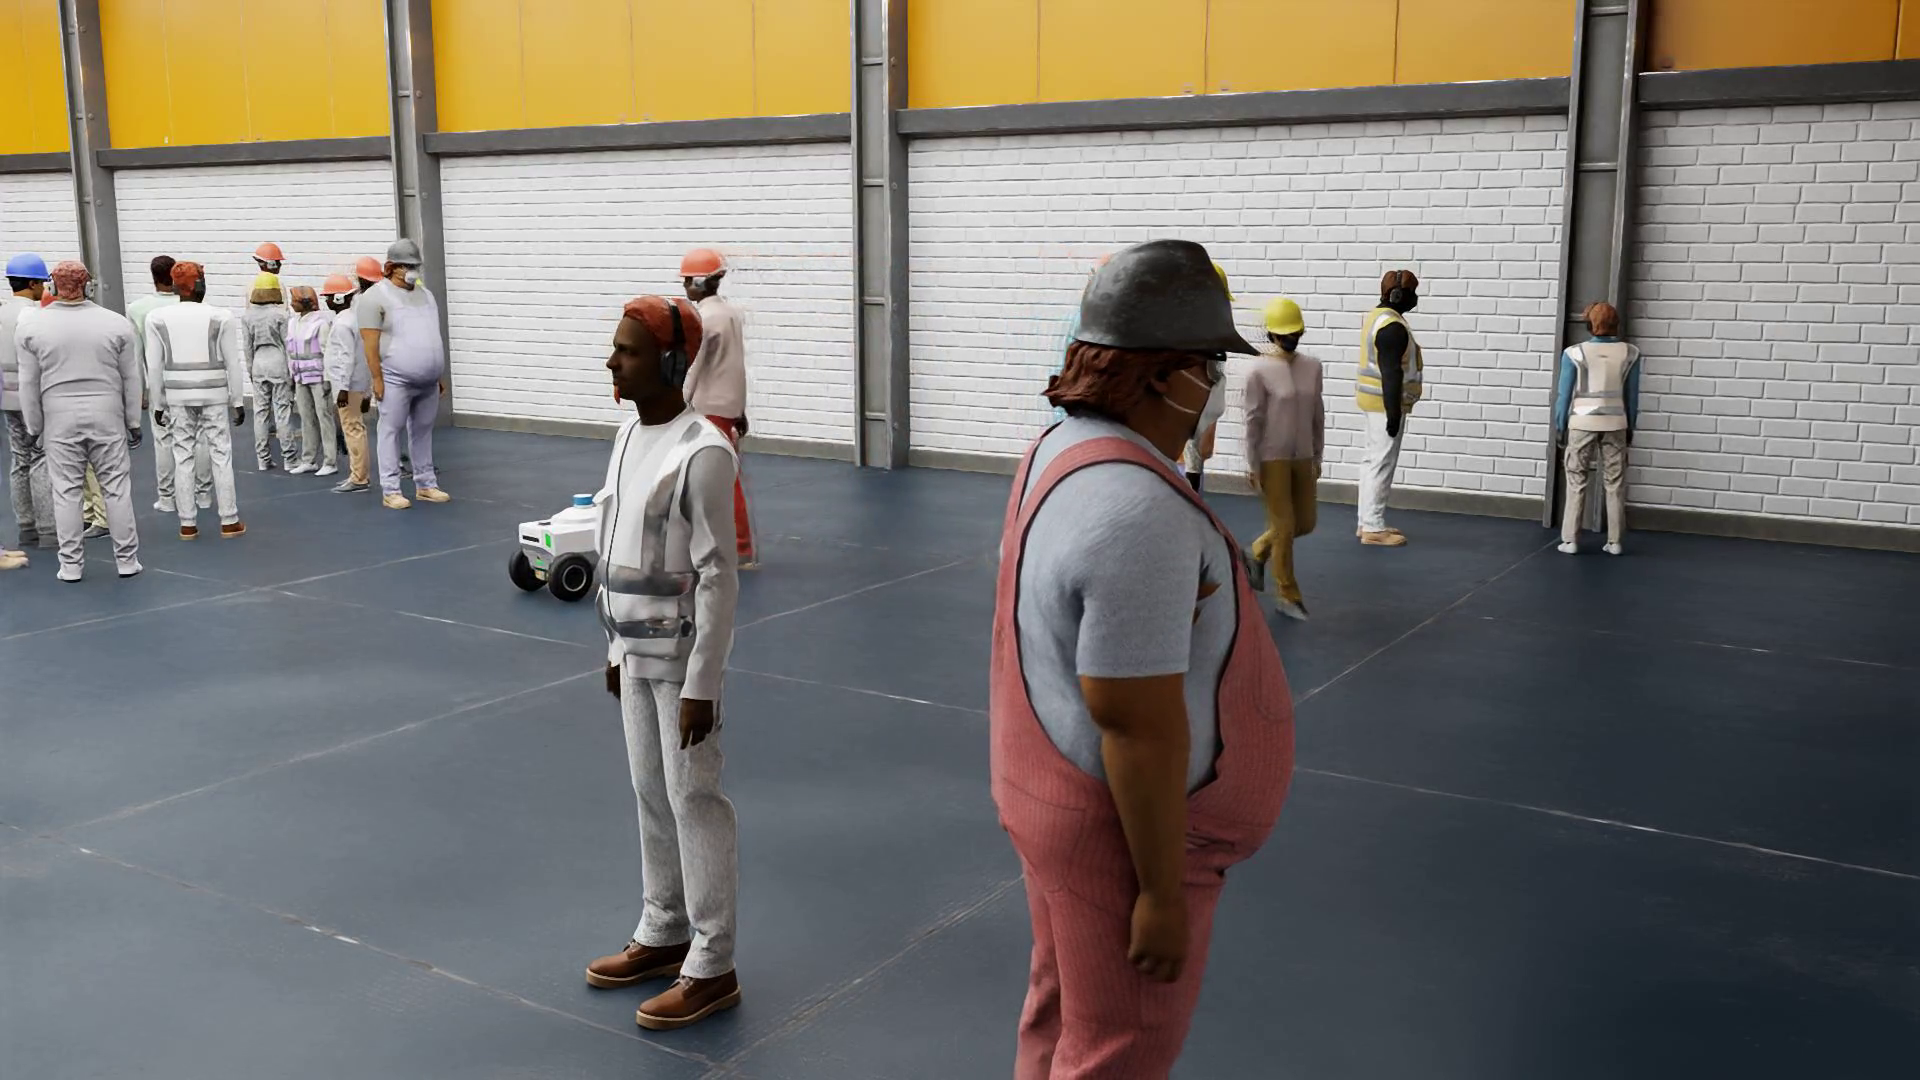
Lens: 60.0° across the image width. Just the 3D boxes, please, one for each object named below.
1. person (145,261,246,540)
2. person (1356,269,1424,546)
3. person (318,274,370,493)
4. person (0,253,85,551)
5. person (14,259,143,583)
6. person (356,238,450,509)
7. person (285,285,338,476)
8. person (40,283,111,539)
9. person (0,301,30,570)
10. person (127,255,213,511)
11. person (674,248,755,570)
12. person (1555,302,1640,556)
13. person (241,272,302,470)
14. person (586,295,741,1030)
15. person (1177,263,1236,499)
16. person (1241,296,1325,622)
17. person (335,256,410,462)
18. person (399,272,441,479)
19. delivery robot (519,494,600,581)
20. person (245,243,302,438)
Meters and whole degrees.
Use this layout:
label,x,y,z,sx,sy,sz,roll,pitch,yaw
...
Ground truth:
label,x,y,z,sx,sy,sz,roll,pitch,yaw
person,-5.154,-0.938,11.258,0.584,1.883,0.346,-3,11,-16
person,2.865,-0.880,11.108,0.430,1.835,0.629,1,10,5
person,-4.960,-1.262,13.417,0.331,1.750,0.572,-2,11,-13
person,-6.072,-0.901,10.911,0.606,1.939,0.418,6,12,32
person,-5.204,-0.700,9.884,0.648,1.907,0.409,-6,12,-30
person,-4.177,-1.270,12.670,0.536,2.000,0.675,6,12,31
person,-5.579,-1.365,14.316,0.515,1.636,0.314,6,12,31
person,-6.009,-0.873,11.294,0.351,1.738,0.571,-9,13,-40
person,-5.985,-0.719,10.193,0.357,1.836,0.511,-8,13,-36
person,-5.884,-1.167,12.471,0.580,1.910,0.394,-7,13,-35
person,-1.636,-0.790,10.197,0.836,1.964,0.653,2,10,12
person,4.081,-0.704,10.677,0.521,1.632,0.314,1,10,4
person,-6.057,-1.483,14.671,0.484,1.744,0.295,2,10,9
person,-0.771,0.313,4.328,0.355,1.885,0.576,-7,13,-35
person,1.195,-0.464,8.571,0.399,1.914,0.585,0,10,2
person,1.710,-0.449,8.967,0.535,1.737,0.588,-6,12,-29
person,-5.456,-1.642,15.180,0.734,1.888,0.555,6,12,32
person,-4.710,-1.437,14.206,0.403,1.822,0.593,5,12,27
delivery robot,-2.165,-0.021,9.605,0.707,0.478,0.477,-10,14,-44
person,-7.062,-2.048,17.104,0.625,1.992,0.388,7,12,32
